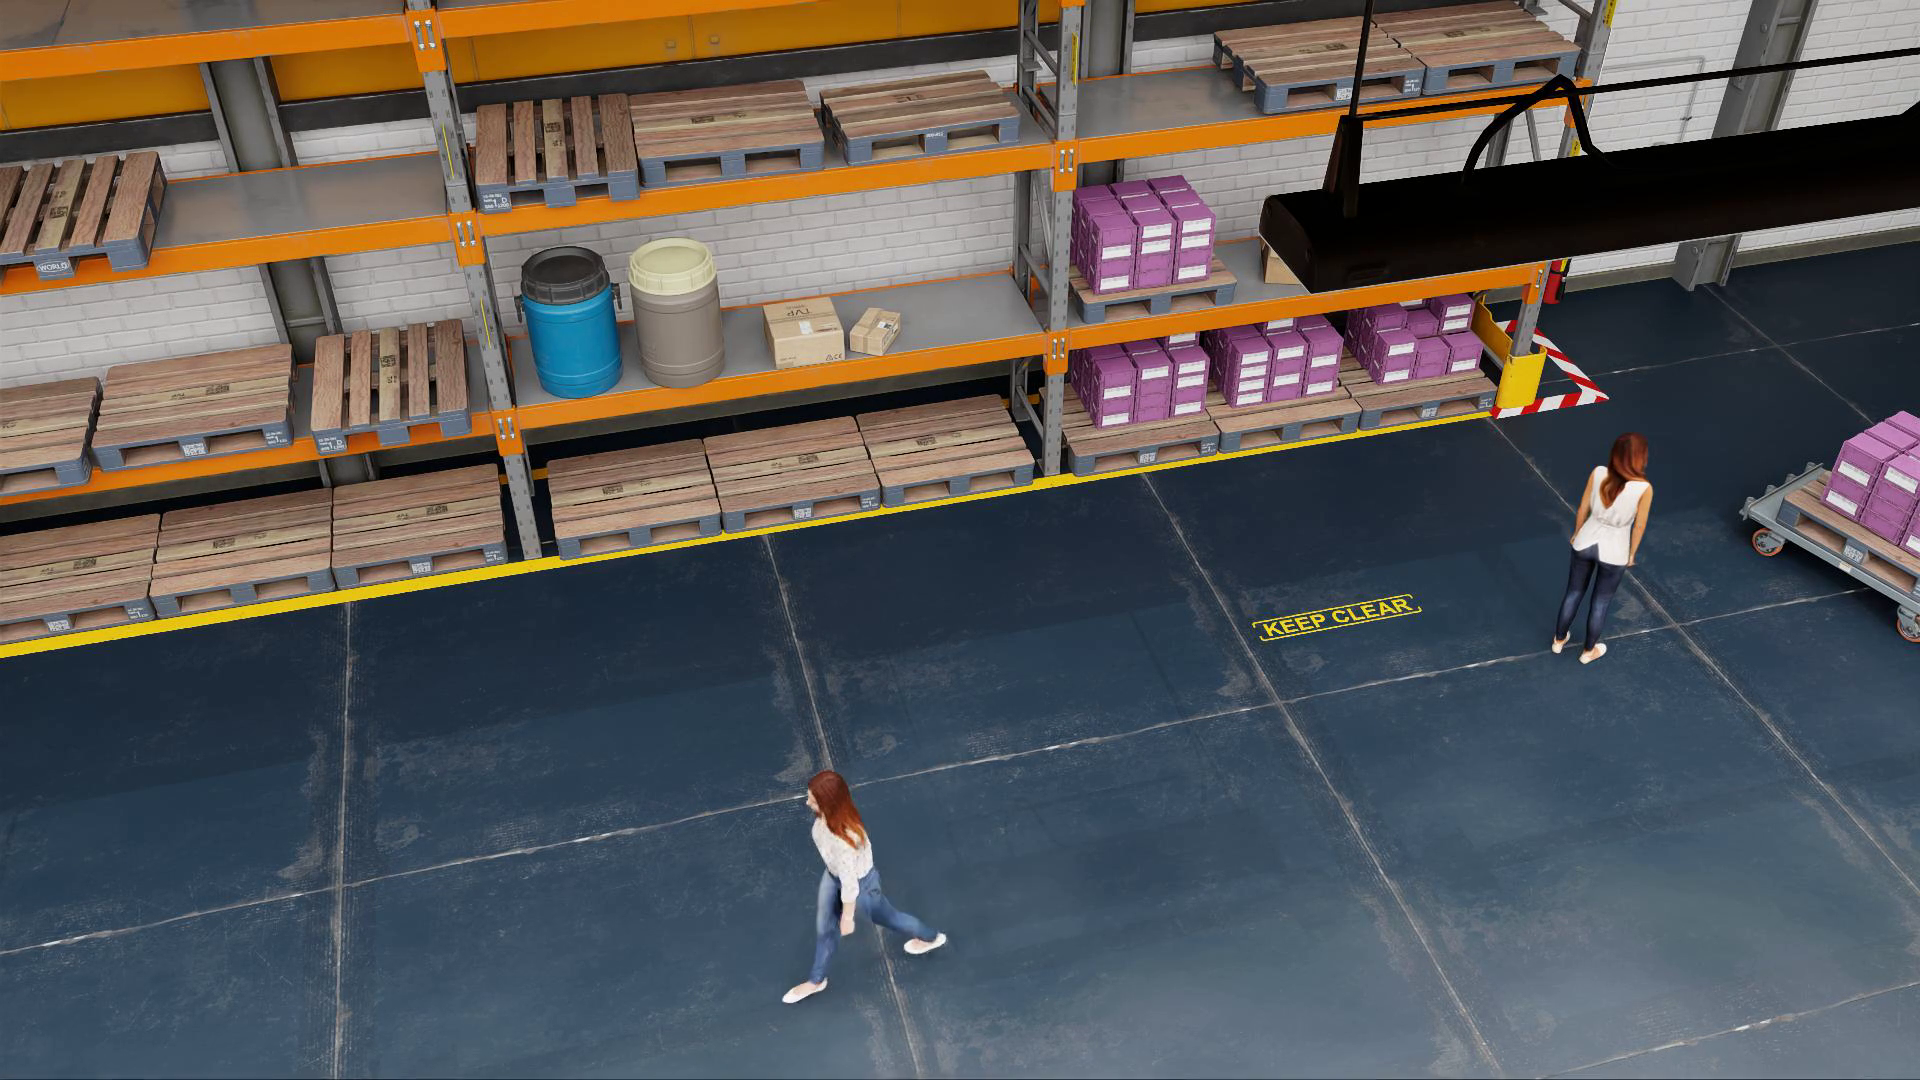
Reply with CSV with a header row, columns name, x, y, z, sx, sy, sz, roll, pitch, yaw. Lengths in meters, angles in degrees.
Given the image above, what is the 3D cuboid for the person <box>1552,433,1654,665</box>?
name,x,y,z,sx,sy,sz,roll,pitch,yaw
person,4.201,0.065,10.895,0.665,1.785,0.690,29,47,31

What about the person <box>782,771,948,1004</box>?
name,x,y,z,sx,sy,sz,roll,pitch,yaw
person,-0.473,1.786,8.833,1.215,1.668,0.686,-13,40,-16
